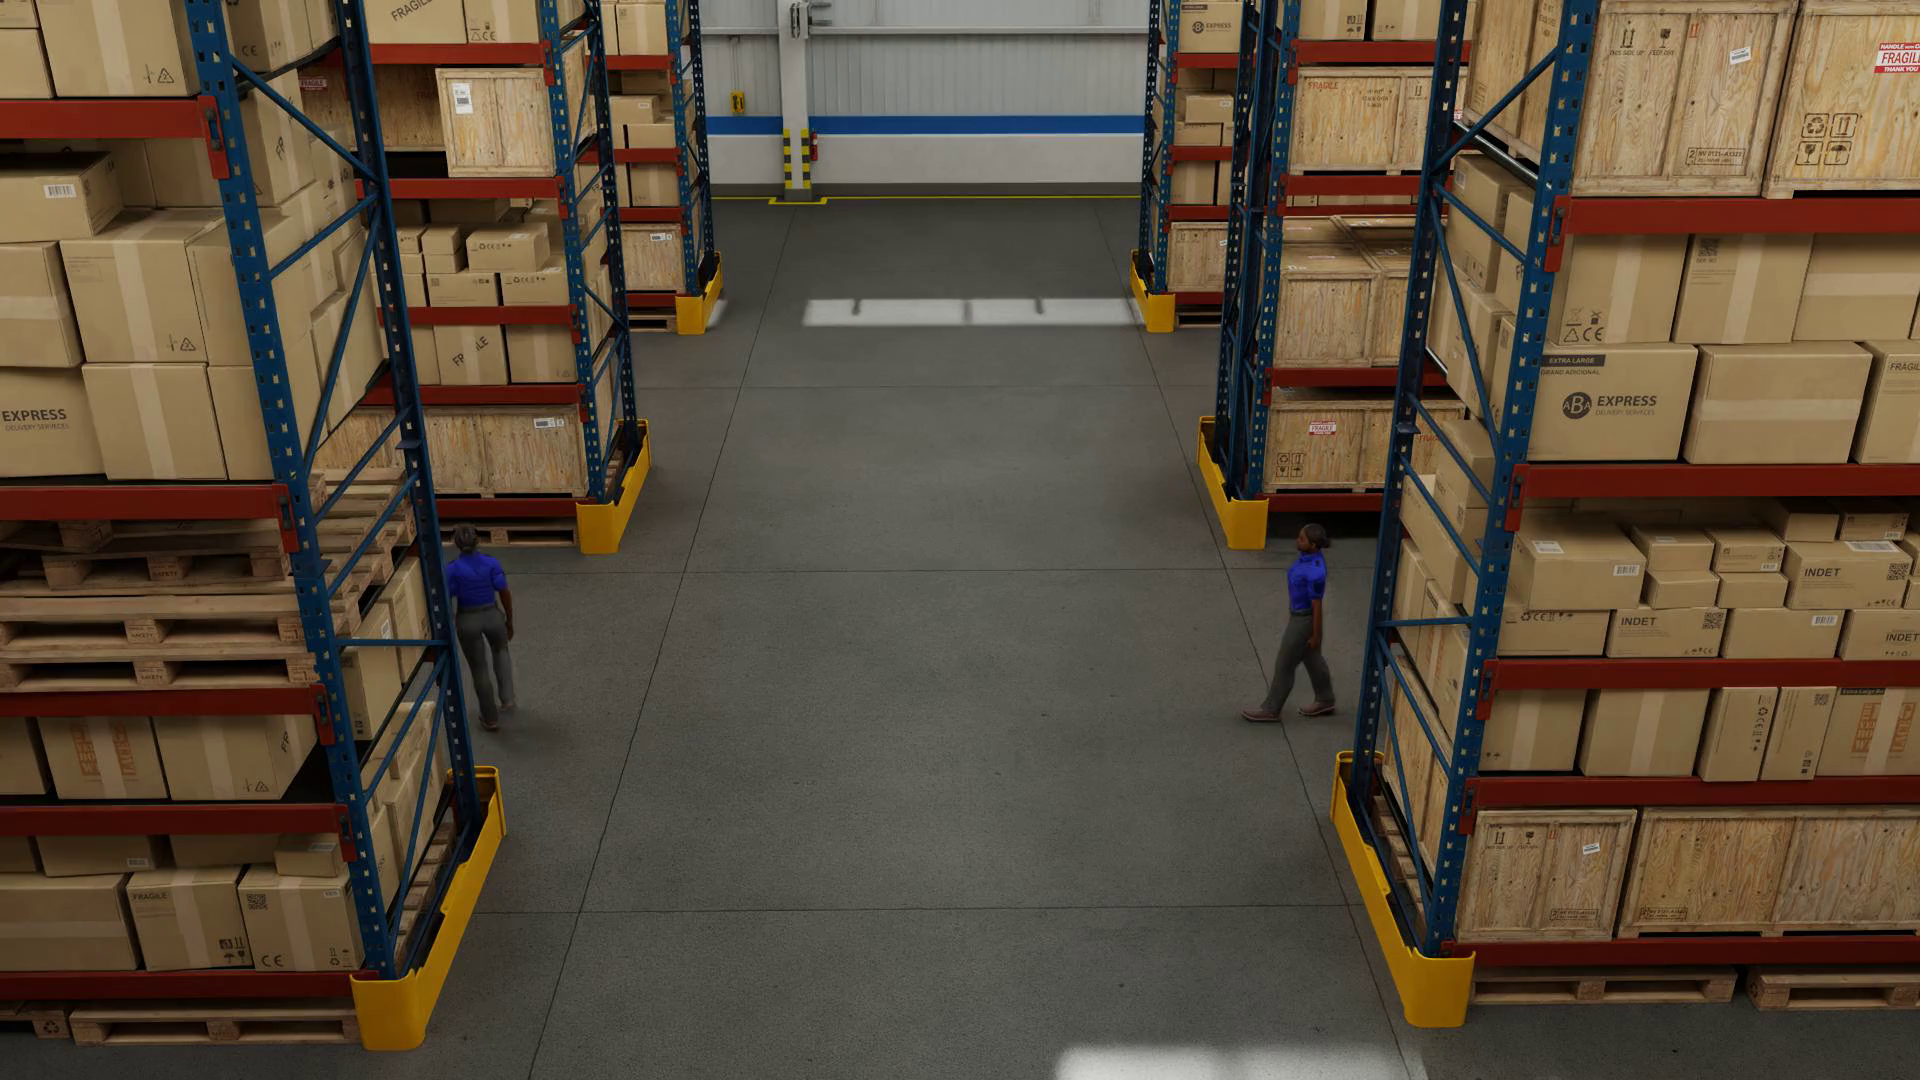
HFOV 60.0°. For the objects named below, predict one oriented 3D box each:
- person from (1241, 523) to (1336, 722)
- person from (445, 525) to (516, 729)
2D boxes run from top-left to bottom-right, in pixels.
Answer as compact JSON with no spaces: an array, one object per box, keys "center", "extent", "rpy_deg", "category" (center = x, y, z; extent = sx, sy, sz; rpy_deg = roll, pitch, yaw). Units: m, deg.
[{"center":[2.571,0.625,12.679],"extent":[0.734,1.654,0.440],"rpy_deg":[4,25,8],"category":"person"},{"center":[-3.657,0.631,12.619],"extent":[0.508,1.654,0.456],"rpy_deg":[-12,27,-23],"category":"person"}]
